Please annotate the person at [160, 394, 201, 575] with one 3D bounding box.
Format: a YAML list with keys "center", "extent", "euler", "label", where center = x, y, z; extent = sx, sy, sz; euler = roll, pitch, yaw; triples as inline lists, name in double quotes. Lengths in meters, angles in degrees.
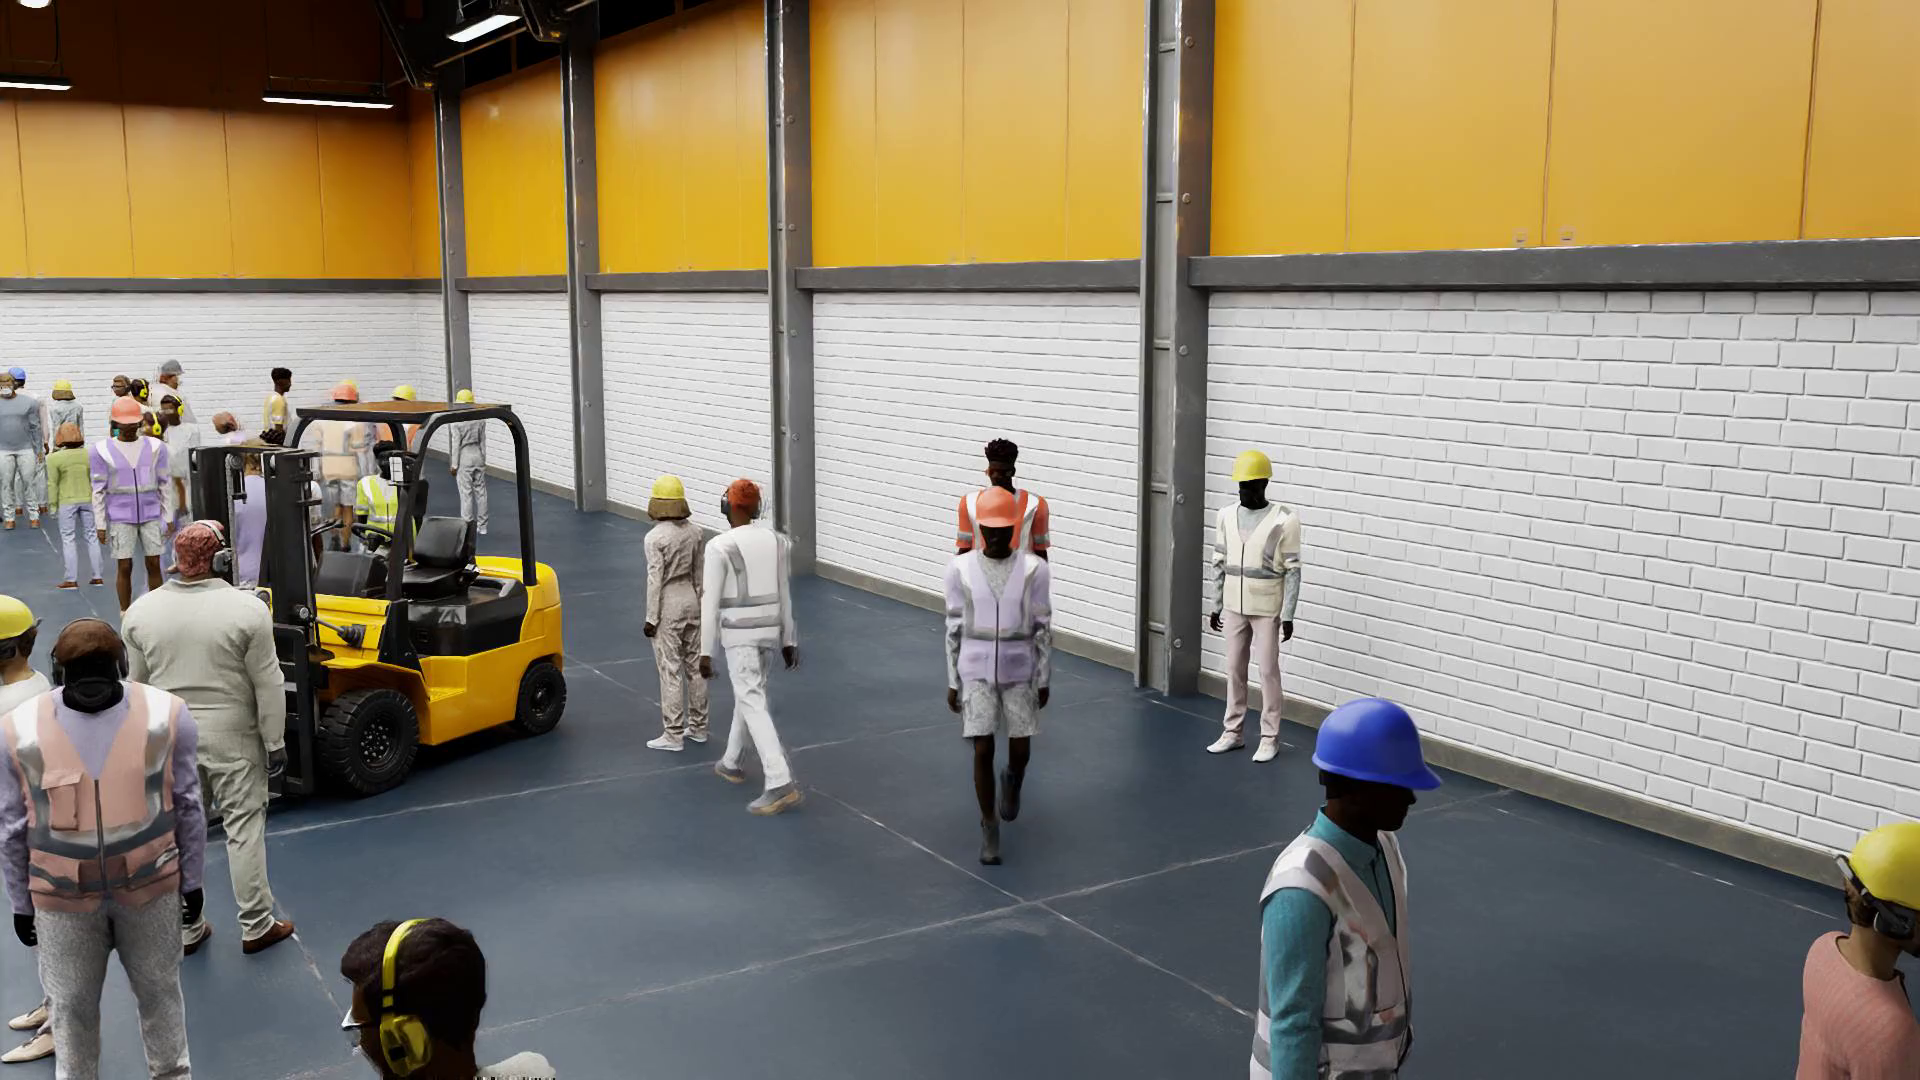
- center: [-7.978, -0.561, 17.005]
  extent: [0.512, 1.861, 0.325]
  euler: [1, 8, 5]
  label: "person"

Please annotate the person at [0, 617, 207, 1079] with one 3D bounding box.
- center: [-2.832, 1.156, 5.526]
  extent: [0.618, 1.835, 0.429]
  euler: [-4, 9, -25]
  label: "person"

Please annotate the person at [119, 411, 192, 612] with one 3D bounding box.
- center: [-7.235, -0.276, 15.262]
  extent: [0.984, 1.817, 0.514]
  euler: [-8, 12, -44]
  label: "person"

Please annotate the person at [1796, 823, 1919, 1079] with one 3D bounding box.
- center: [1.994, 1.467, 3.679]
  extent: [0.344, 1.756, 0.532]
  euler: [2, 9, 13]
  label: "person"

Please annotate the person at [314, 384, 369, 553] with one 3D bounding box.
- center: [-6.607, -0.706, 17.808]
  extent: [0.586, 1.908, 0.514]
  euler: [2, 9, 13]
  label: "person"

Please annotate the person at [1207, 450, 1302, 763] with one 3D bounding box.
- center: [1.801, 0.403, 10.265]
  extent: [0.594, 1.925, 0.369]
  euler: [7, 11, 40]
  label: "person"

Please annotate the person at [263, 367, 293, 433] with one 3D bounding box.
- center: [-8.640, -1.223, 21.158]
  extent: [0.395, 1.955, 0.613]
  euler: [-5, 10, -30]
  label: "person"

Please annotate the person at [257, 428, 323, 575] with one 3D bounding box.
- center: [-4.658, 0.211, 11.432]
  extent: [0.611, 1.965, 0.362]
  euler: [-7, 11, -39]
  label: "person"

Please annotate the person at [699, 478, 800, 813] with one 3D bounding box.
- center: [-1.196, 0.573, 9.482]
  extent: [0.946, 1.839, 0.628]
  euler: [7, 11, 40]
  label: "person"

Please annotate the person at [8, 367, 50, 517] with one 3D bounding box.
- center: [-12.089, -1.263, 21.472]
  extent: [0.604, 1.939, 0.416]
  euler: [-6, 10, -36]
  label: "person"

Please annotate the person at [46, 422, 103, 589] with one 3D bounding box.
- center: [-8.645, -0.337, 16.267]
  extent: [0.276, 1.627, 0.497]
  euler: [7, 11, 39]
  label: "person"

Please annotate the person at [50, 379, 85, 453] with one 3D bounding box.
- center: [-11.884, -1.268, 22.148]
  extent: [0.312, 1.744, 0.487]
  euler: [3, 9, 22]
  label: "person"

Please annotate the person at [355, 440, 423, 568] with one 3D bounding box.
- center: [-4.647, 0.024, 13.592]
  extent: [0.542, 1.695, 0.316]
  euler: [-2, 9, -11]
  label: "person"

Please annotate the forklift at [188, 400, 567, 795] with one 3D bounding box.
- center: [-3.529, 0.258, 10.348]
  extent: [1.214, 2.155, 2.313]
  euler: [4, 9, 25]
  label: "forklift"

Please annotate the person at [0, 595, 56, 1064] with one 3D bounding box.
- center: [-3.547, 1.076, 6.280]
  extent: [0.323, 1.765, 0.534]
  euler: [-4, 9, -23]
  label: "person"

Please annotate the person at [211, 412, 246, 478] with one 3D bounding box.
- center: [-7.860, -0.585, 17.962]
  extent: [0.418, 1.609, 0.567]
  euler: [0, 8, -2]
  label: "person"

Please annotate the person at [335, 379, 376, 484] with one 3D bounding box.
- center: [-7.743, -1.180, 21.355]
  extent: [0.610, 1.804, 0.442]
  euler: [-2, 9, -12]
  label: "person"

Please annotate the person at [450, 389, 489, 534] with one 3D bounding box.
- center: [-5.851, -0.916, 19.776]
  extent: [0.295, 1.744, 0.489]
  euler: [6, 10, 34]
  label: "person"

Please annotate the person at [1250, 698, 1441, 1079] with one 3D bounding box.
- center: [0.920, 1.325, 4.036]
  extent: [0.425, 1.938, 0.603]
  euler: [5, 10, 32]
  label: "person"

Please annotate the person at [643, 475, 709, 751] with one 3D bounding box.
- center: [-1.824, 0.455, 10.535]
  extent: [0.318, 1.742, 0.492]
  euler: [5, 10, 33]
  label: "person"

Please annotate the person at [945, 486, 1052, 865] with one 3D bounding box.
- center: [0.196, 0.660, 8.566]
  extent: [0.548, 1.918, 0.660]
  euler: [0, 8, 1]
  label: "person"

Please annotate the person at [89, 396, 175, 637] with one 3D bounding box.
- center: [-6.909, -0.190, 13.931]
  extent: [0.613, 2.033, 0.411]
  euler: [-7, 11, -38]
  label: "person"

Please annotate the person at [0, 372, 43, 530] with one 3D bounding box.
- center: [-11.535, -1.080, 20.271]
  extent: [0.637, 1.930, 0.373]
  euler: [-5, 10, -28]
  label: "person"

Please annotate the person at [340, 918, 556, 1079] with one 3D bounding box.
- center: [-0.881, 1.541, 2.872]
  extent: [0.405, 1.855, 0.537]
  euler: [2, 9, 15]
  label: "person"

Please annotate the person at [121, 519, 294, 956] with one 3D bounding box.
- center: [-3.252, 0.860, 7.257]
  extent: [0.652, 1.906, 0.404]
  euler: [0, 8, -1]
  label: "person"

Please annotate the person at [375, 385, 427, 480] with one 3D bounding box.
- center: [-5.999, -0.707, 17.842]
  extent: [0.620, 1.898, 0.493]
  euler: [4, 9, 23]
  label: "person"

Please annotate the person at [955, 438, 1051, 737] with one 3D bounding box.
- center: [0.272, 0.315, 10.733]
  extent: [0.613, 1.962, 0.365]
  euler: [1, 9, 8]
  label: "person"
